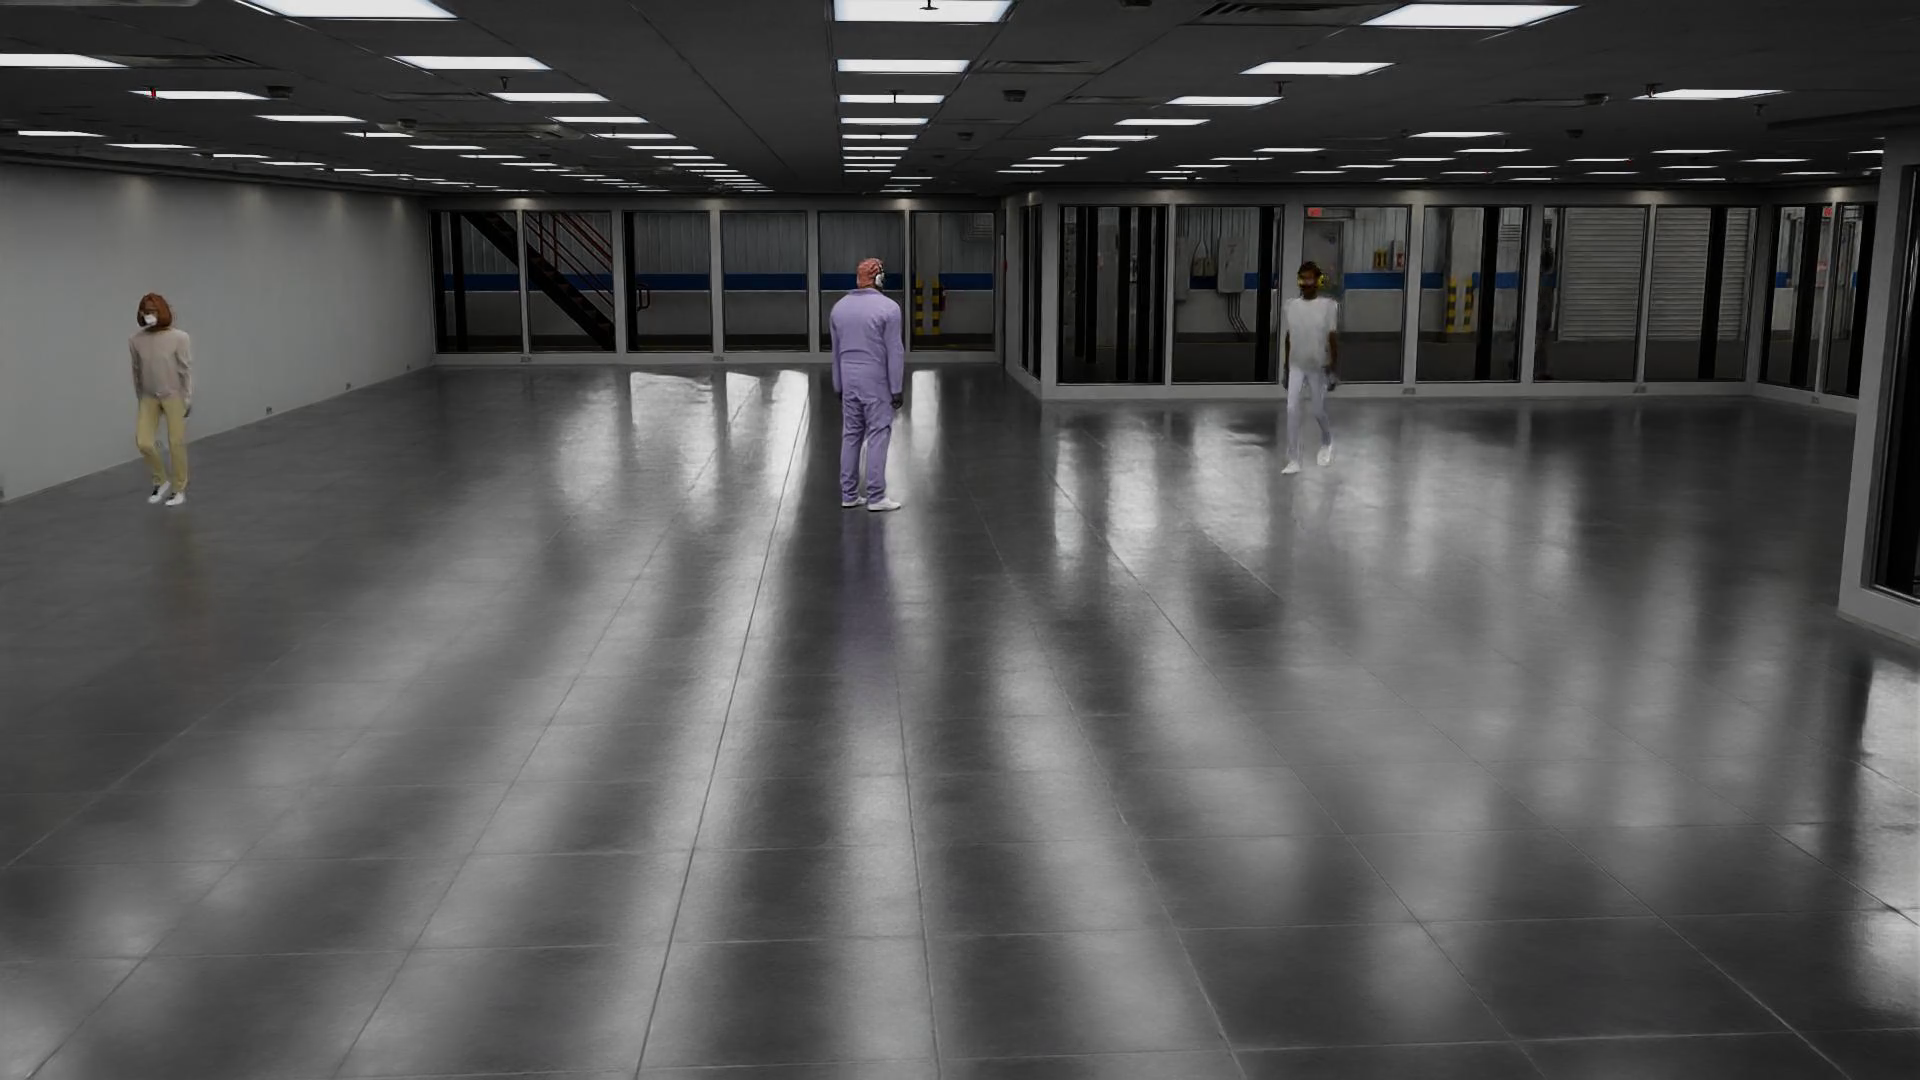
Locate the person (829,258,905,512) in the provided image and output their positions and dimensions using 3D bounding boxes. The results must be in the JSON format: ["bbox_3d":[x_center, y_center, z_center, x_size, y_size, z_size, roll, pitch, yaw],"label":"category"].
[{"bbox_3d":[-0.683,-1.167,12.546,0.657,1.894,0.402,8,13,36],"label":"person"}]

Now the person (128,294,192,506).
[{"bbox_3d":[-6.056,-1.054,12.637,0.503,1.619,0.368,0,11,0],"label":"person"}]

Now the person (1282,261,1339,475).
[{"bbox_3d":[3.076,-1.515,14.549,0.521,1.847,0.841,6,12,31],"label":"person"}]
